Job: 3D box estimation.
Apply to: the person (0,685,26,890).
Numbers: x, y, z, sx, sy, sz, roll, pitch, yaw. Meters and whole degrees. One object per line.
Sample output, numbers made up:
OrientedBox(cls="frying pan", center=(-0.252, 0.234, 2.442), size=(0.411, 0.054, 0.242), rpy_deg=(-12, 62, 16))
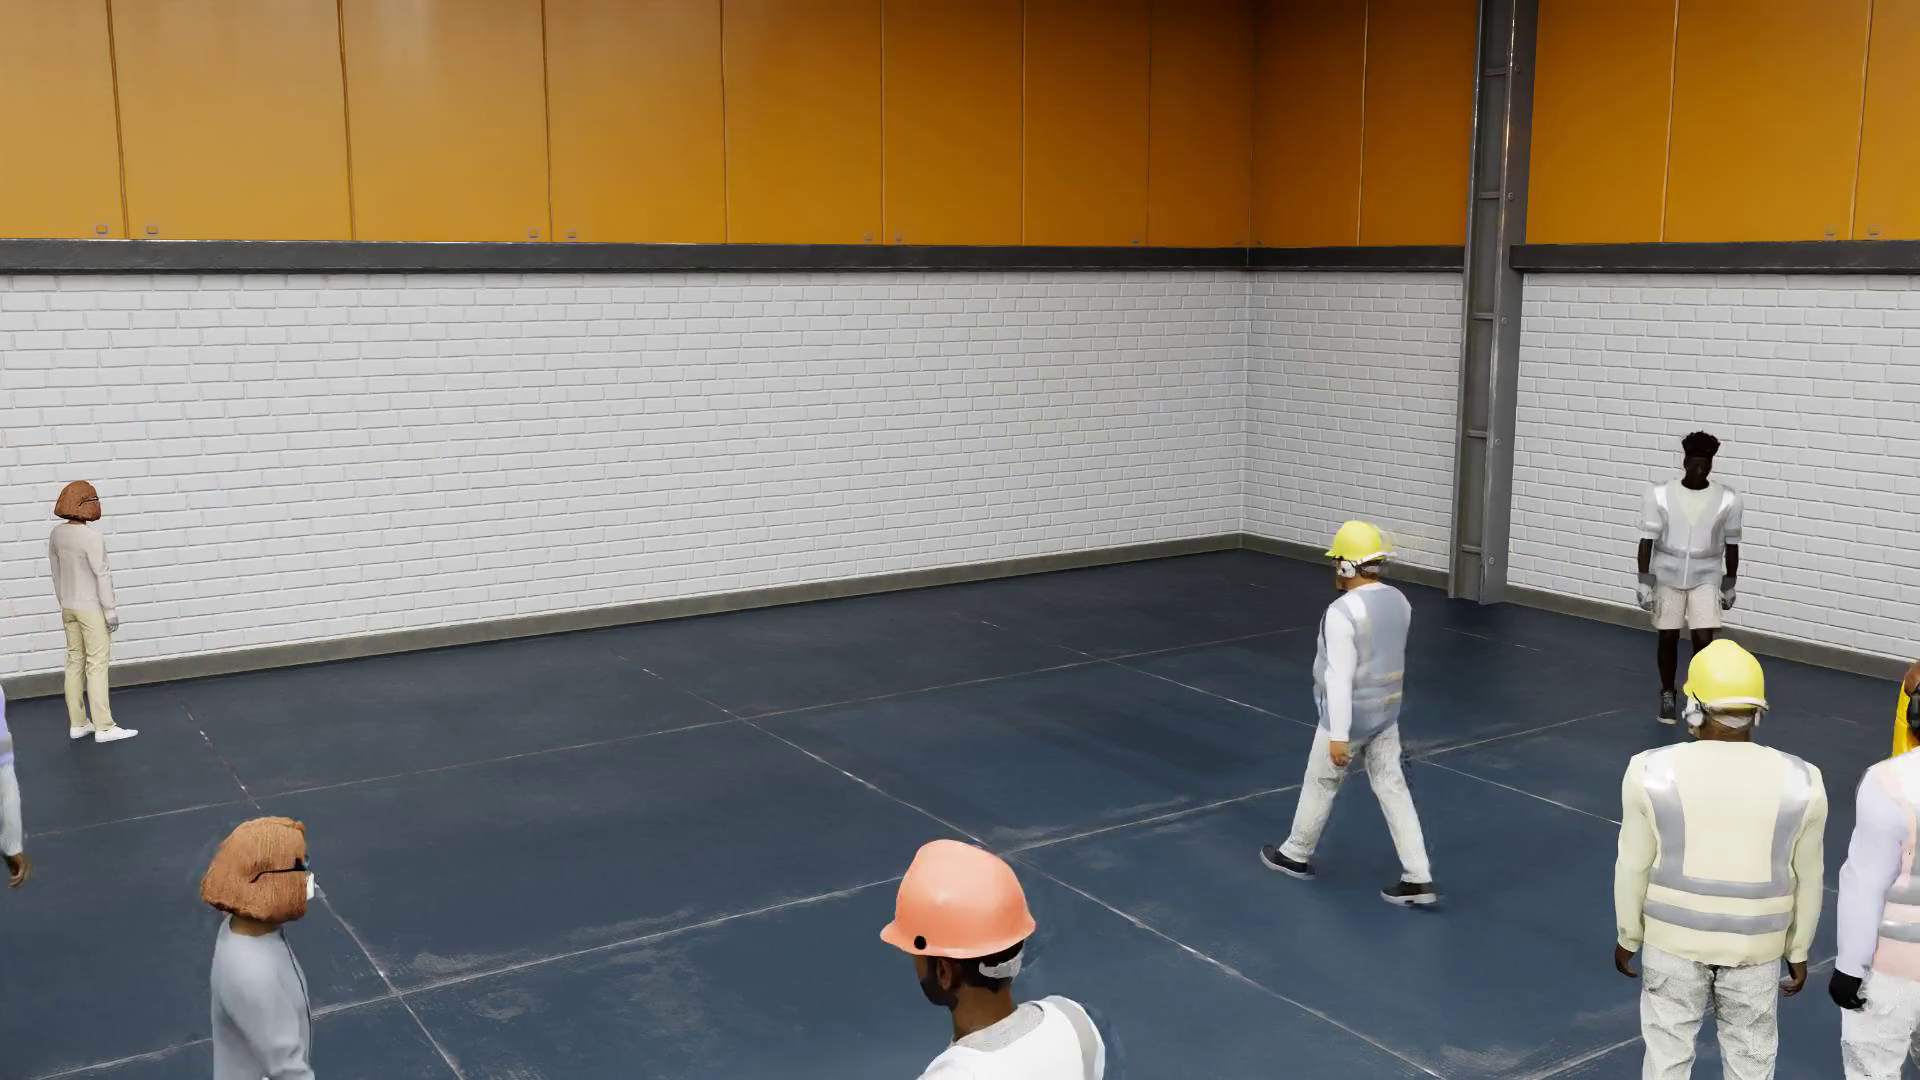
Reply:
OrientedBox(cls="person", center=(-3.597, 1.069, 5.732), size=(0.627, 1.916, 0.567), rpy_deg=(5, 11, 29))

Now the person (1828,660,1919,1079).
OrientedBox(cls="person", center=(2.928, 1.243, 4.974), size=(0.637, 1.820, 0.662), rpy_deg=(-2, 10, -12))

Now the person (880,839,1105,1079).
OrientedBox(cls="person", center=(0.112, 1.504, 3.124), size=(0.646, 1.915, 0.567), rpy_deg=(8, 12, 39))

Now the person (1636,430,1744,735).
OrientedBox(cls="person", center=(4.600, 0.269, 10.543), size=(0.612, 1.925, 0.745), rpy_deg=(4, 10, 24))

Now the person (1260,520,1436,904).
OrientedBox(cls="person", center=(1.875, 0.796, 7.787), size=(0.617, 1.787, 0.941), rpy_deg=(-8, 12, -39))

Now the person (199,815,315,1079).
OrientedBox(cls="person", center=(-1.660, 1.482, 4.225), size=(0.822, 1.594, 0.511), rpy_deg=(-3, 10, -19))

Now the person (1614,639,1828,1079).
OrientedBox(cls="person", center=(2.322, 1.211, 5.139), size=(0.588, 1.832, 0.404), rpy_deg=(2, 10, 14))

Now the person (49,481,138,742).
OrientedBox(cls="person", center=(-5.430, 0.443, 10.359), size=(0.498, 1.634, 0.280), rpy_deg=(5, 11, 27))

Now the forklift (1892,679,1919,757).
OrientedBox(cls="forklift", center=(5.511, 0.571, 7.906), size=(2.313, 2.155, 1.214), rpy_deg=(-6, 11, -33))
